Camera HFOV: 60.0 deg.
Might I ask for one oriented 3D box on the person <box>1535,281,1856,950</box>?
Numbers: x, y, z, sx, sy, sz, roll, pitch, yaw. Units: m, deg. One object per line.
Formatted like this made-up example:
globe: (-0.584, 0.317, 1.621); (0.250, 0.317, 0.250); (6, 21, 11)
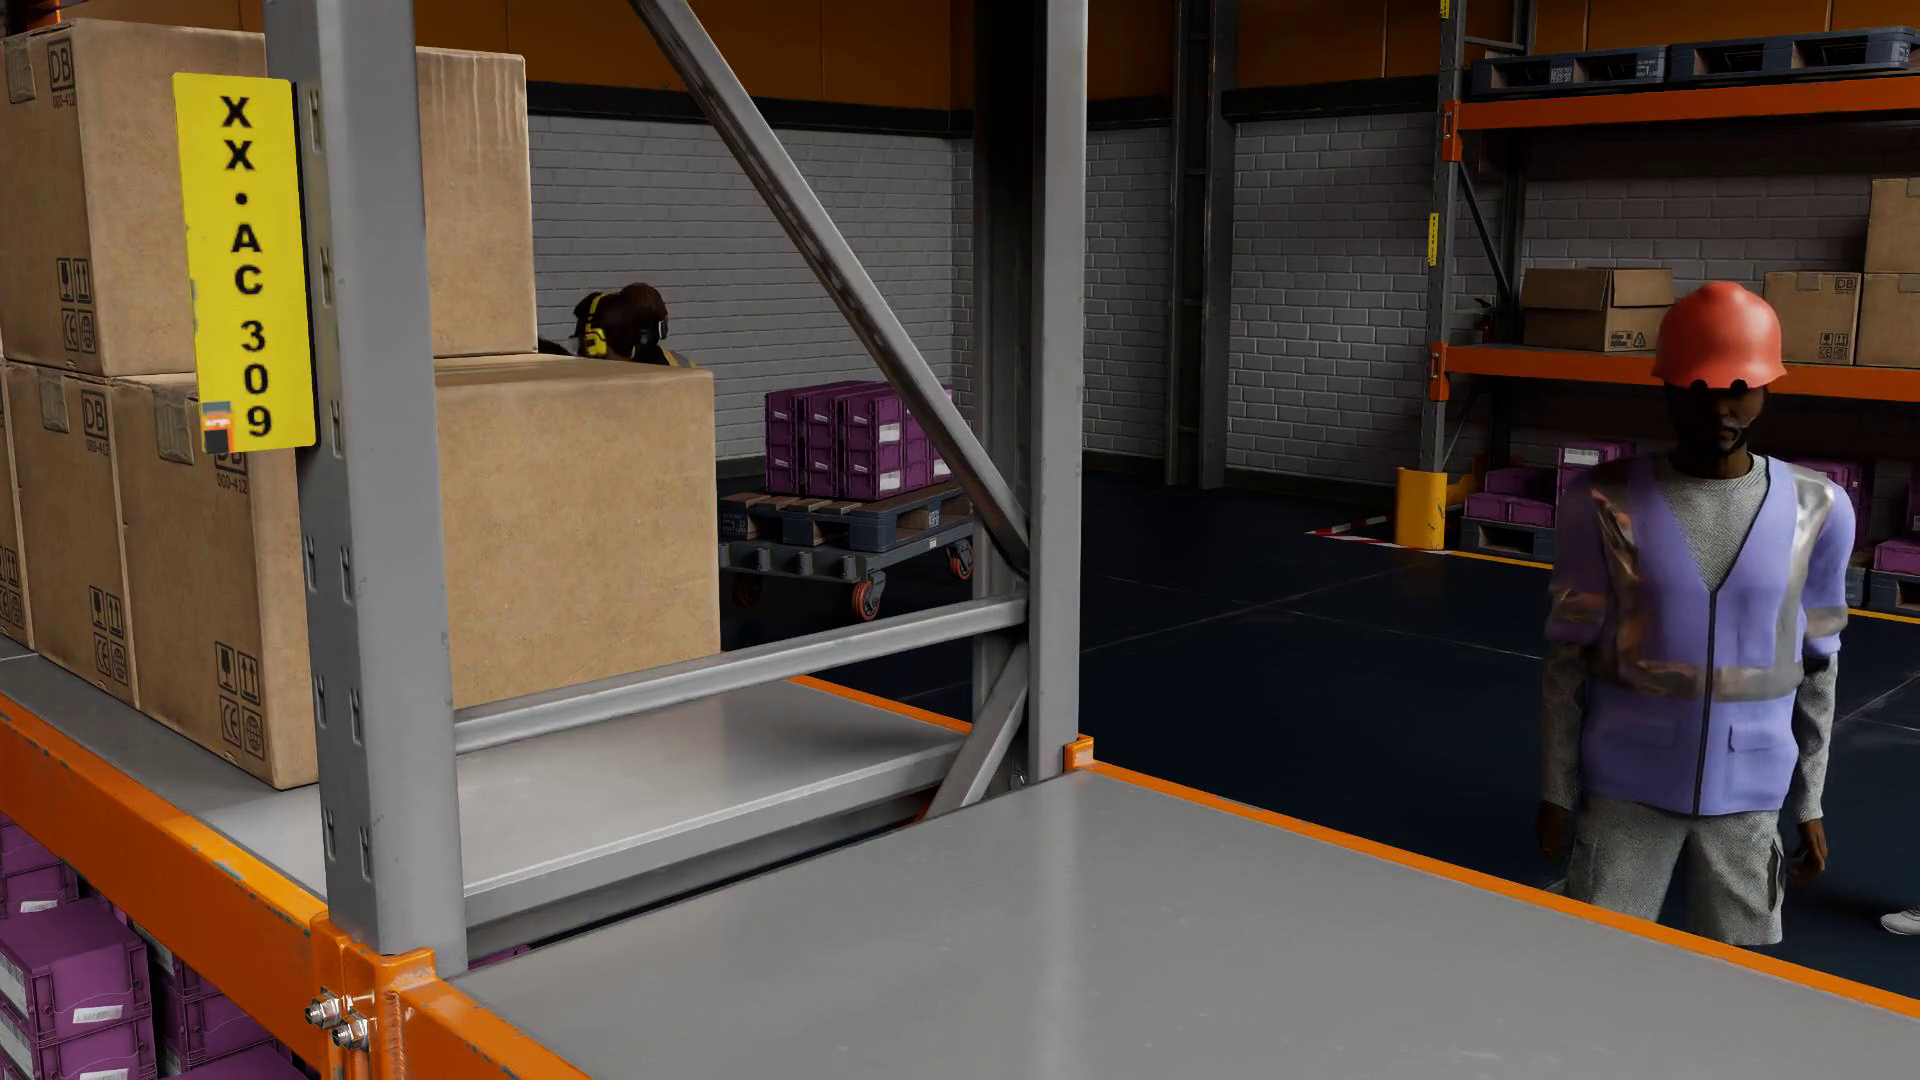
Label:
person: (1.419, 0.472, 3.256); (0.551, 1.934, 0.373); (2, 11, 13)

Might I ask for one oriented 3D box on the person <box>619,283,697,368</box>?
person: (-1.249, -0.085, 6.559); (0.625, 1.840, 0.430); (-10, 14, -43)

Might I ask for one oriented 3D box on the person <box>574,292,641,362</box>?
person: (-1.098, 0.089, 5.657); (0.608, 1.827, 0.507); (2, 11, 13)

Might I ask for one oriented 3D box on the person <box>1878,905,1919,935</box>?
person: (2.927, 0.243, 4.553); (0.391, 1.920, 0.593); (-2, 11, -12)

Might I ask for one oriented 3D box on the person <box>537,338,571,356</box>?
person: (-1.836, -0.203, 6.965); (0.626, 1.941, 0.899); (-8, 13, -37)
